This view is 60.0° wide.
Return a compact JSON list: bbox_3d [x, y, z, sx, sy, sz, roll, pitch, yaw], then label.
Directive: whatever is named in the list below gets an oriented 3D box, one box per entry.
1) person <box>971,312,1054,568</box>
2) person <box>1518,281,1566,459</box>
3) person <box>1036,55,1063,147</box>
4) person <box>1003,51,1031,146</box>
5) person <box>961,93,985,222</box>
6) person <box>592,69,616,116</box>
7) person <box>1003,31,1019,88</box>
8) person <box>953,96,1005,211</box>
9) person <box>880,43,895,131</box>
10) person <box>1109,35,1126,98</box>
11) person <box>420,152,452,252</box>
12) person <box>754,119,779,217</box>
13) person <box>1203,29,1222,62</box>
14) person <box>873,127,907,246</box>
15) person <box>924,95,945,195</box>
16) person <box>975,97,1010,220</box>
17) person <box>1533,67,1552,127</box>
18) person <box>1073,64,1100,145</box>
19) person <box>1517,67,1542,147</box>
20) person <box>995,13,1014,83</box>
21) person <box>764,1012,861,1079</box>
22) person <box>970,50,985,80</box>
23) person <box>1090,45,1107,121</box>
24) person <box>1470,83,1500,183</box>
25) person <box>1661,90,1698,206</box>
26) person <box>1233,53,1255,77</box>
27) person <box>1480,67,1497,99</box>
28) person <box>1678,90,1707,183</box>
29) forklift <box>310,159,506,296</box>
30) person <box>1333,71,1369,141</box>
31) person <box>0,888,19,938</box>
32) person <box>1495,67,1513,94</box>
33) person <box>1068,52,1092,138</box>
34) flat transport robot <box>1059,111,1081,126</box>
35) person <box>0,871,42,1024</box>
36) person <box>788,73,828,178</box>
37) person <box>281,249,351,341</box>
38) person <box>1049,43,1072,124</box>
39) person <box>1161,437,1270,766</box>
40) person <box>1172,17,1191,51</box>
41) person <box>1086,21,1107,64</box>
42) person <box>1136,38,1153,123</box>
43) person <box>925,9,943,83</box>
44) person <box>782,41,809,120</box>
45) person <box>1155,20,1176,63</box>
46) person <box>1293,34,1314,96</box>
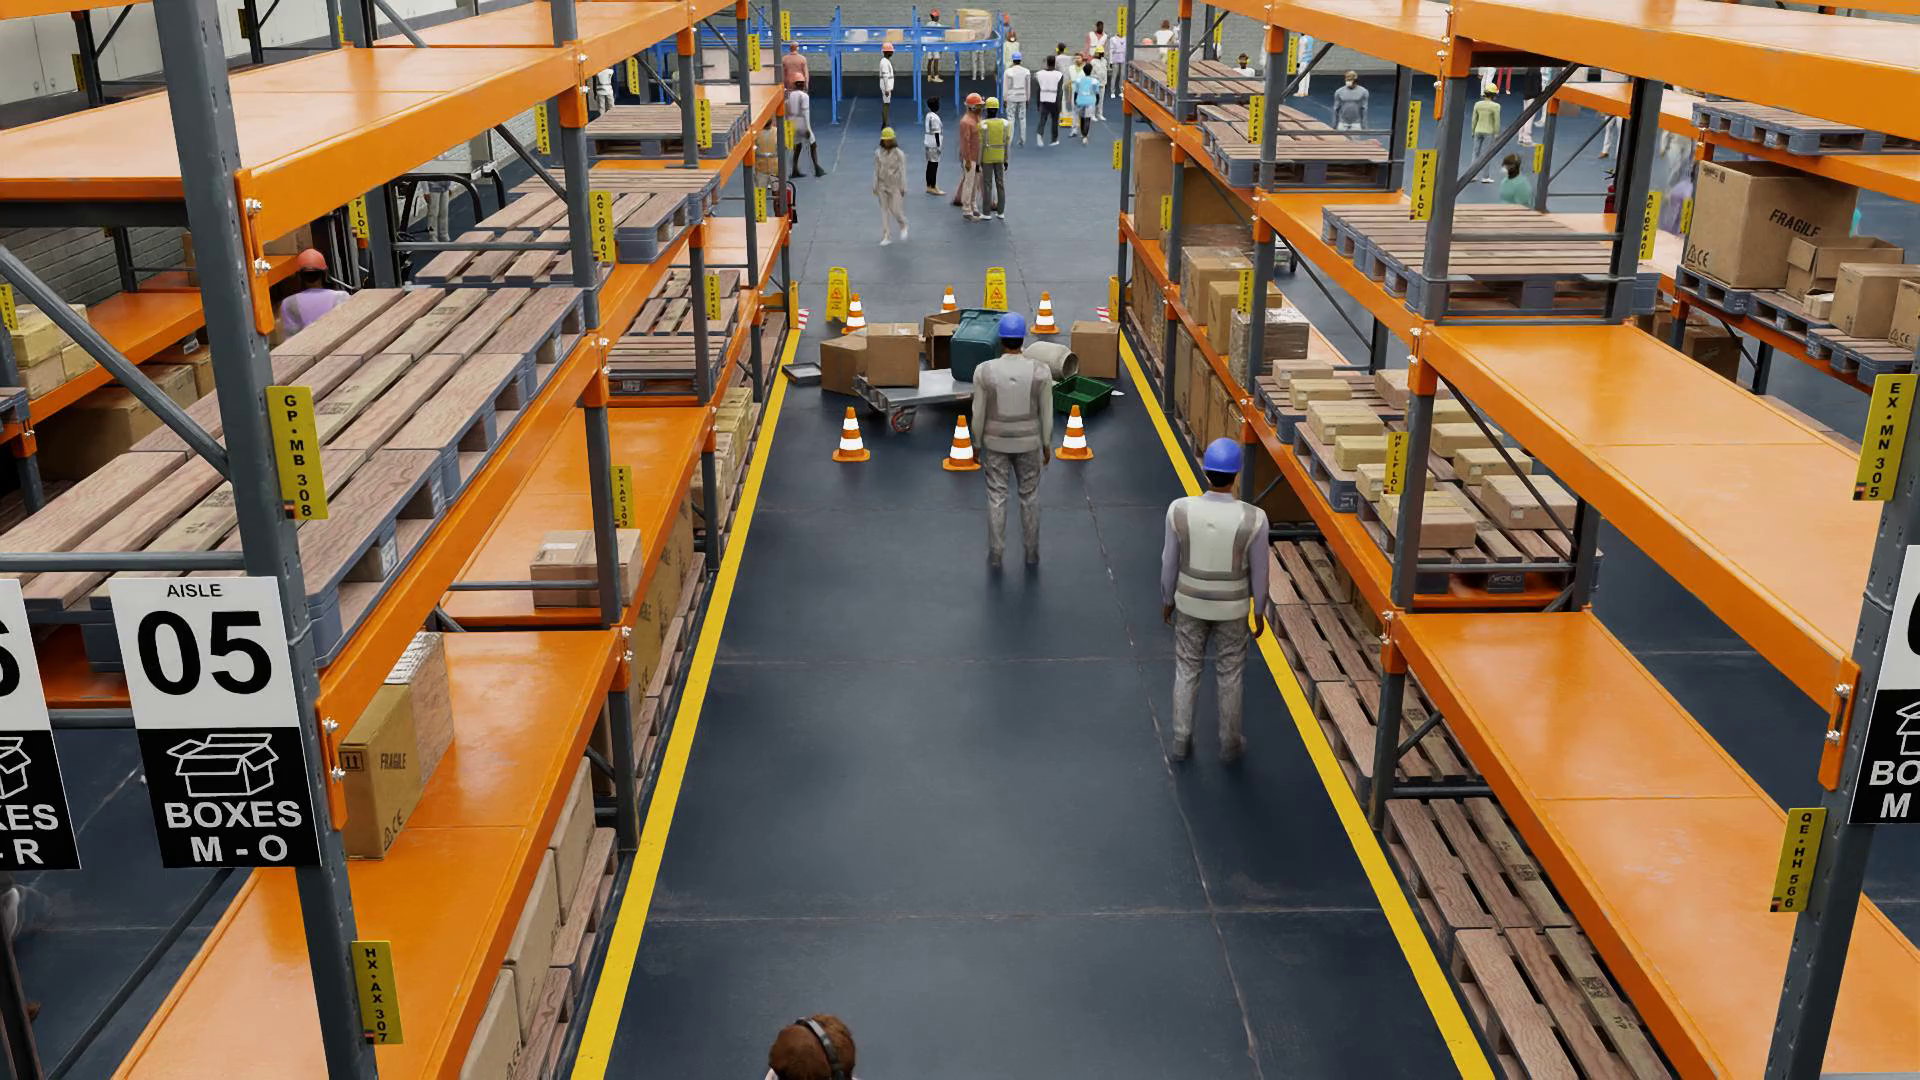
[{"bbox_3d":[0.390,-0.739,12.439,0.615,1.943,0.409,-1,21,-3],"label":"person"},{"bbox_3d":[5.285,-1.531,14.967,0.501,1.633,0.283,-2,21,-5],"label":"person"},{"bbox_3d":[1.871,-9.221,34.933,0.600,1.883,0.867,8,22,20],"label":"person"},{"bbox_3d":[1.195,-9.312,35.119,0.602,1.940,0.411,-7,22,-19],"label":"person"},{"bbox_3d":[0.212,-6.119,26.587,0.373,1.997,0.618,8,22,19],"label":"person"},{"bbox_3d":[-7.964,-9.981,37.290,0.513,1.642,0.313,-5,21,-14],"label":"person"},{"bbox_3d":[1.389,-13.008,45.302,0.498,1.633,0.283,-8,22,-21],"label":"person"},{"bbox_3d":[0.283,-6.426,27.628,0.997,1.842,0.621,7,22,17],"label":"person"},{"bbox_3d":[-1.616,-10.187,37.428,0.369,1.935,0.551,0,21,-1],"label":"person"},{"bbox_3d":[4.251,-12.728,44.169,0.589,1.917,0.392,-6,21,-15],"label":"person"},{"bbox_3d":[-7.611,-5.136,24.219,0.403,1.830,0.601,7,22,19],"label":"person"},{"bbox_3d":[-2.947,-5.695,25.545,0.545,1.942,0.352,-2,21,-6],"label":"person"},{"bbox_3d":[6.068,-11.581,40.963,0.674,2.000,0.537,-15,26,-35],"label":"person"},{"bbox_3d":[-1.030,-5.239,24.639,0.494,1.734,0.455,10,23,24],"label":"person"},{"bbox_3d":[-0.452,-6.888,29.036,0.318,1.699,0.535,-7,22,-17],"label":"person"},{"bbox_3d":[0.515,-6.106,26.651,0.587,1.927,0.369,-9,23,-23],"label":"person"},{"bbox_3d":[13.475,-10.468,38.149,0.389,1.949,0.604,5,21,13],"label":"person"},{"bbox_3d":[2.693,-9.281,35.425,0.558,1.643,0.895,6,22,16],"label":"person"},{"bbox_3d":[12.068,-9.316,35.045,0.392,1.990,0.614,0,21,0],"label":"person"},{"bbox_3d":[1.296,-14.075,47.657,0.630,1.977,1.079,-14,25,-33],"label":"person"},{"bbox_3d":[-0.384,2.176,4.902,0.431,1.835,0.622,-18,27,-40],"label":"person"},{"bbox_3d":[0.519,-14.463,48.998,0.492,1.741,0.317,-3,21,-8],"label":"person"},{"bbox_3d":[3.276,-10.810,39.355,0.486,1.736,0.318,-14,25,-32],"label":"person"},{"bbox_3d":[9.589,-7.421,30.354,0.327,1.765,0.529,-19,28,-41],"label":"person"},{"bbox_3d":[12.093,-6.521,27.775,0.631,1.916,0.741,-4,21,-11],"label":"person"},{"bbox_3d":[6.011,-9.433,35.524,0.531,1.870,0.316,7,22,18],"label":"person"},{"bbox_3d":[14.018,-12.636,43.912,0.374,1.933,0.625,-3,21,-7],"label":"person"},{"bbox_3d":[12.744,-6.956,28.934,0.641,1.904,0.401,5,21,12],"label":"person"},{"bbox_3d":[-5.622,-2.910,17.832,2.313,2.155,1.214,-1,21,-1],"label":"forklift"},{"bbox_3d":[7.261,-7.750,31.011,0.640,1.924,0.409,7,22,19],"label":"person"},{"bbox_3d":[-4.787,1.240,7.535,0.497,1.706,0.690,6,22,16],"label":"person"},{"bbox_3d":[14.832,-12.995,45.097,0.524,1.759,0.328,6,21,15],"label":"person"},{"bbox_3d":[2.627,-9.735,36.372,0.562,1.838,0.388,14,25,32],"label":"person"},{"bbox_3d":[2.652,-9.822,38.777,0.652,0.197,1.431,1,21,4],"label":"flat transport robot"},{"bbox_3d":[-4.347,1.433,7.136,0.506,1.632,0.270,-2,21,-5],"label":"person"},{"bbox_3d":[-2.831,-7.694,30.893,0.751,1.894,0.581,-18,27,-39],"label":"person"},{"bbox_3d":[-5.509,-1.524,14.466,0.609,1.996,1.069,-4,21,-10],"label":"person"},{"bbox_3d":[2.311,-10.648,38.809,0.629,1.815,0.906,-15,25,-34],"label":"person"},{"bbox_3d":[1.461,0.358,9.539,0.615,1.943,0.409,7,22,18],"label":"person"},{"bbox_3d":[6.468,-14.408,48.664,0.575,1.880,0.358,-5,21,-13],"label":"person"},{"bbox_3d":[3.705,-13.349,45.863,0.618,1.887,0.662,-7,22,-18],"label":"person"},{"bbox_3d":[4.371,-10.737,38.902,0.394,1.924,0.550,17,26,37],"label":"person"},{"bbox_3d":[-0.744,-14.296,48.141,0.610,2.040,0.394,19,28,41],"label":"person"},{"bbox_3d":[-3.756,-10.425,38.093,0.639,1.911,0.406,5,21,13],"label":"person"},{"bbox_3d":[5.847,-13.783,47.120,0.584,1.798,0.924,15,26,35],"label":"person"},{"bbox_3d":[9.192,-12.829,44.547,0.430,1.841,0.624,16,26,36],"label":"person"}]
